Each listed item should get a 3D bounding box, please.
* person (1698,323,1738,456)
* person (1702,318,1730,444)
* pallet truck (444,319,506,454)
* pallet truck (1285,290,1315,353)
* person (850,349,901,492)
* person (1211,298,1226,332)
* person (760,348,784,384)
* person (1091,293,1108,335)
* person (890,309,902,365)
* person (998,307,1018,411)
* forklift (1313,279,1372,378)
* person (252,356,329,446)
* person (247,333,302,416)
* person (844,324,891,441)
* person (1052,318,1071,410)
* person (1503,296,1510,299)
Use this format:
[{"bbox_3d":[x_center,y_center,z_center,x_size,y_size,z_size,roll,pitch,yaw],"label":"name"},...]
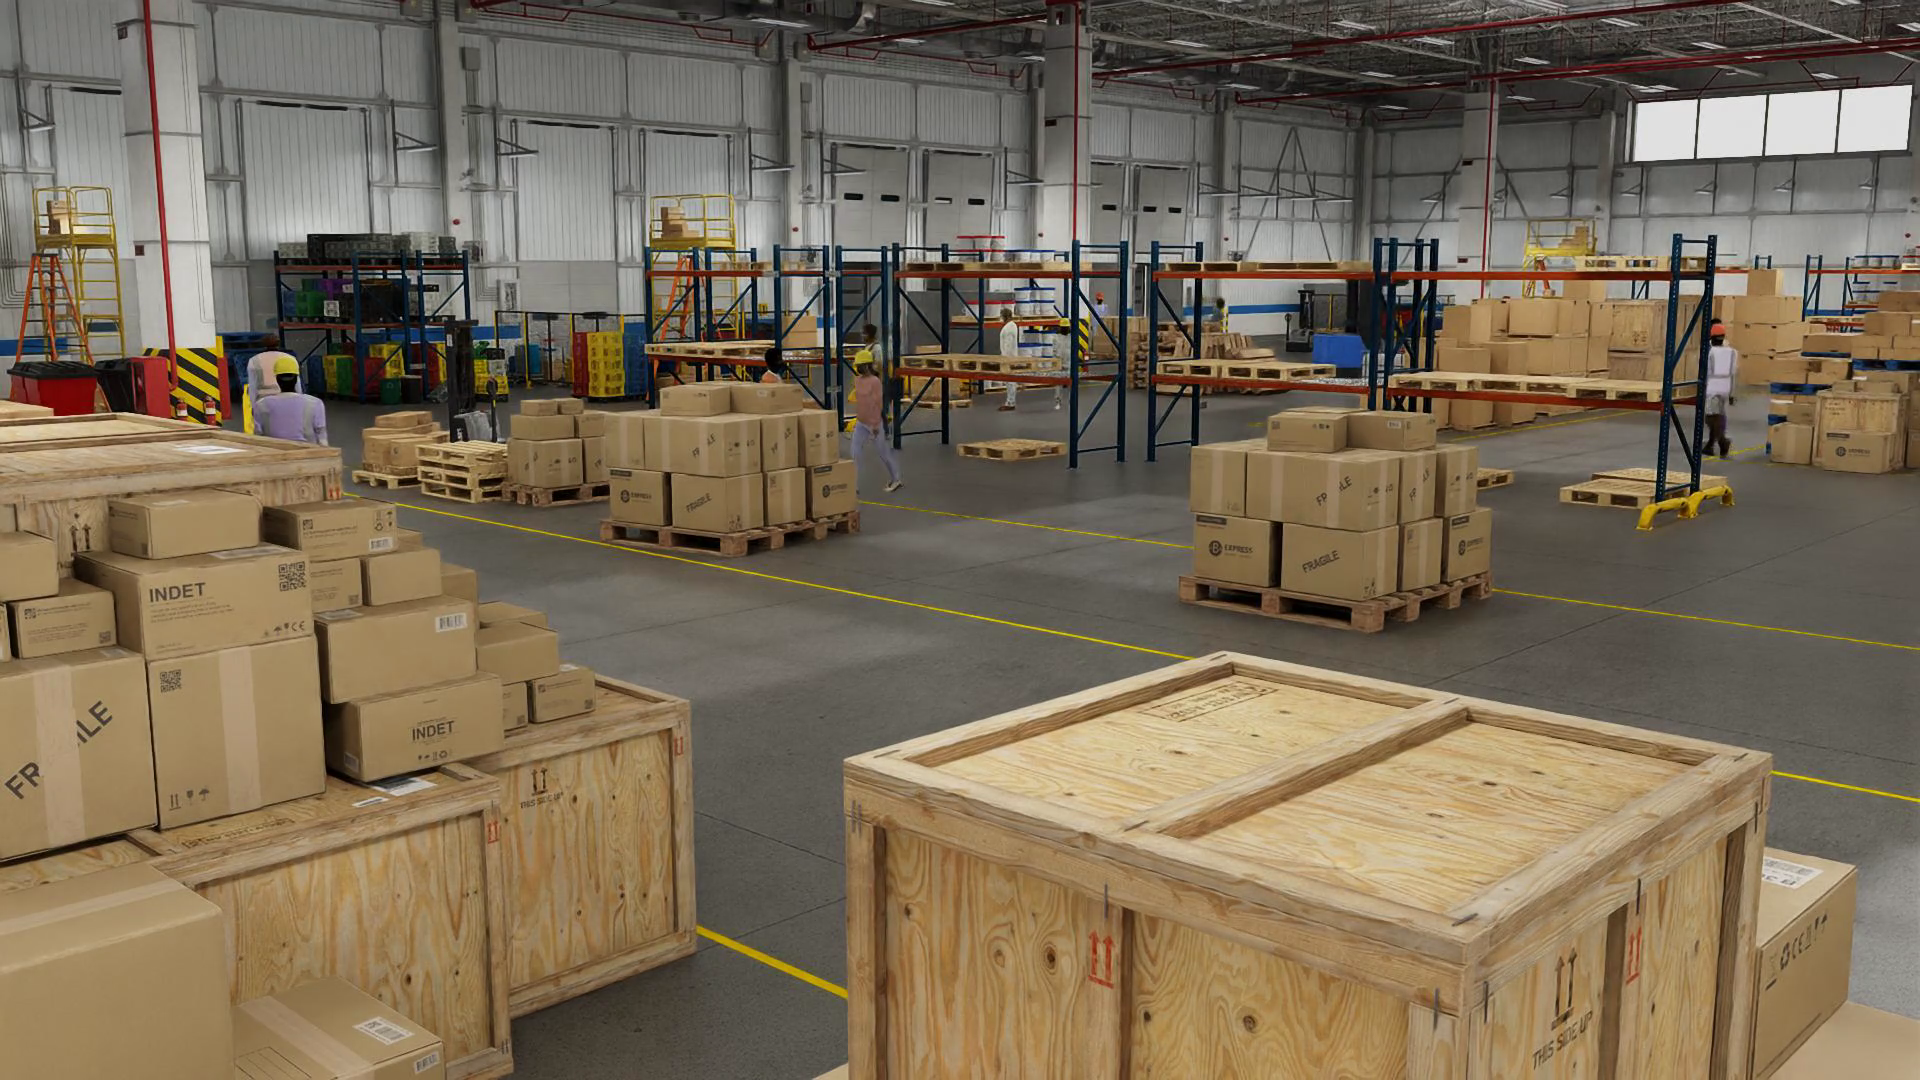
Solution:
[{"bbox_3d":[10.695,-2.104,23.452,0.543,1.907,0.797,-1,9,-6],"label":"person"},{"bbox_3d":[11.568,-2.427,25.438,0.407,1.905,0.606,9,13,44],"label":"person"},{"bbox_3d":[-6.981,-1.942,22.150,1.885,1.965,0.823,1,9,9],"label":"pallet truck"},{"bbox_3d":[11.297,-6.951,52.861,1.885,1.965,0.823,-5,11,-29],"label":"pallet truck"},{"bbox_3d":[-1.051,-1.393,19.637,0.914,1.721,0.530,-9,13,-43],"label":"person"},{"bbox_3d":[6.802,-5.358,43.434,1.005,1.882,0.652,0,9,3],"label":"person"},{"bbox_3d":[-2.287,-1.505,20.385,0.320,1.698,0.531,1,9,6],"label":"person"},{"bbox_3d":[4.290,-6.630,51.112,0.545,1.929,0.390,-1,9,-5],"label":"person"},{"bbox_3d":[-1.673,-5.233,43.453,0.313,1.632,0.516,3,10,17],"label":"person"},{"bbox_3d":[0.898,-3.373,31.110,0.372,1.939,0.631,2,9,10],"label":"person"},{"bbox_3d":[9.565,-5.289,39.970,1.873,2.768,1.129,-2,9,-10],"label":"forklift"},{"bbox_3d":[-5.717,-0.614,14.267,0.600,1.912,0.399,-2,9,-10],"label":"person"},{"bbox_3d":[-8.789,-1.737,21.375,0.634,1.841,0.429,-4,10,-24],"label":"person"},{"bbox_3d":[-1.459,-2.411,25.594,0.881,1.805,0.529,-3,10,-19],"label":"person"},{"bbox_3d":[1.976,-3.325,31.432,0.485,1.737,0.320,2,9,10],"label":"person"},{"bbox_3d":[15.627,-6.067,47.781,0.355,1.887,0.574,1,9,4],"label":"person"}]
